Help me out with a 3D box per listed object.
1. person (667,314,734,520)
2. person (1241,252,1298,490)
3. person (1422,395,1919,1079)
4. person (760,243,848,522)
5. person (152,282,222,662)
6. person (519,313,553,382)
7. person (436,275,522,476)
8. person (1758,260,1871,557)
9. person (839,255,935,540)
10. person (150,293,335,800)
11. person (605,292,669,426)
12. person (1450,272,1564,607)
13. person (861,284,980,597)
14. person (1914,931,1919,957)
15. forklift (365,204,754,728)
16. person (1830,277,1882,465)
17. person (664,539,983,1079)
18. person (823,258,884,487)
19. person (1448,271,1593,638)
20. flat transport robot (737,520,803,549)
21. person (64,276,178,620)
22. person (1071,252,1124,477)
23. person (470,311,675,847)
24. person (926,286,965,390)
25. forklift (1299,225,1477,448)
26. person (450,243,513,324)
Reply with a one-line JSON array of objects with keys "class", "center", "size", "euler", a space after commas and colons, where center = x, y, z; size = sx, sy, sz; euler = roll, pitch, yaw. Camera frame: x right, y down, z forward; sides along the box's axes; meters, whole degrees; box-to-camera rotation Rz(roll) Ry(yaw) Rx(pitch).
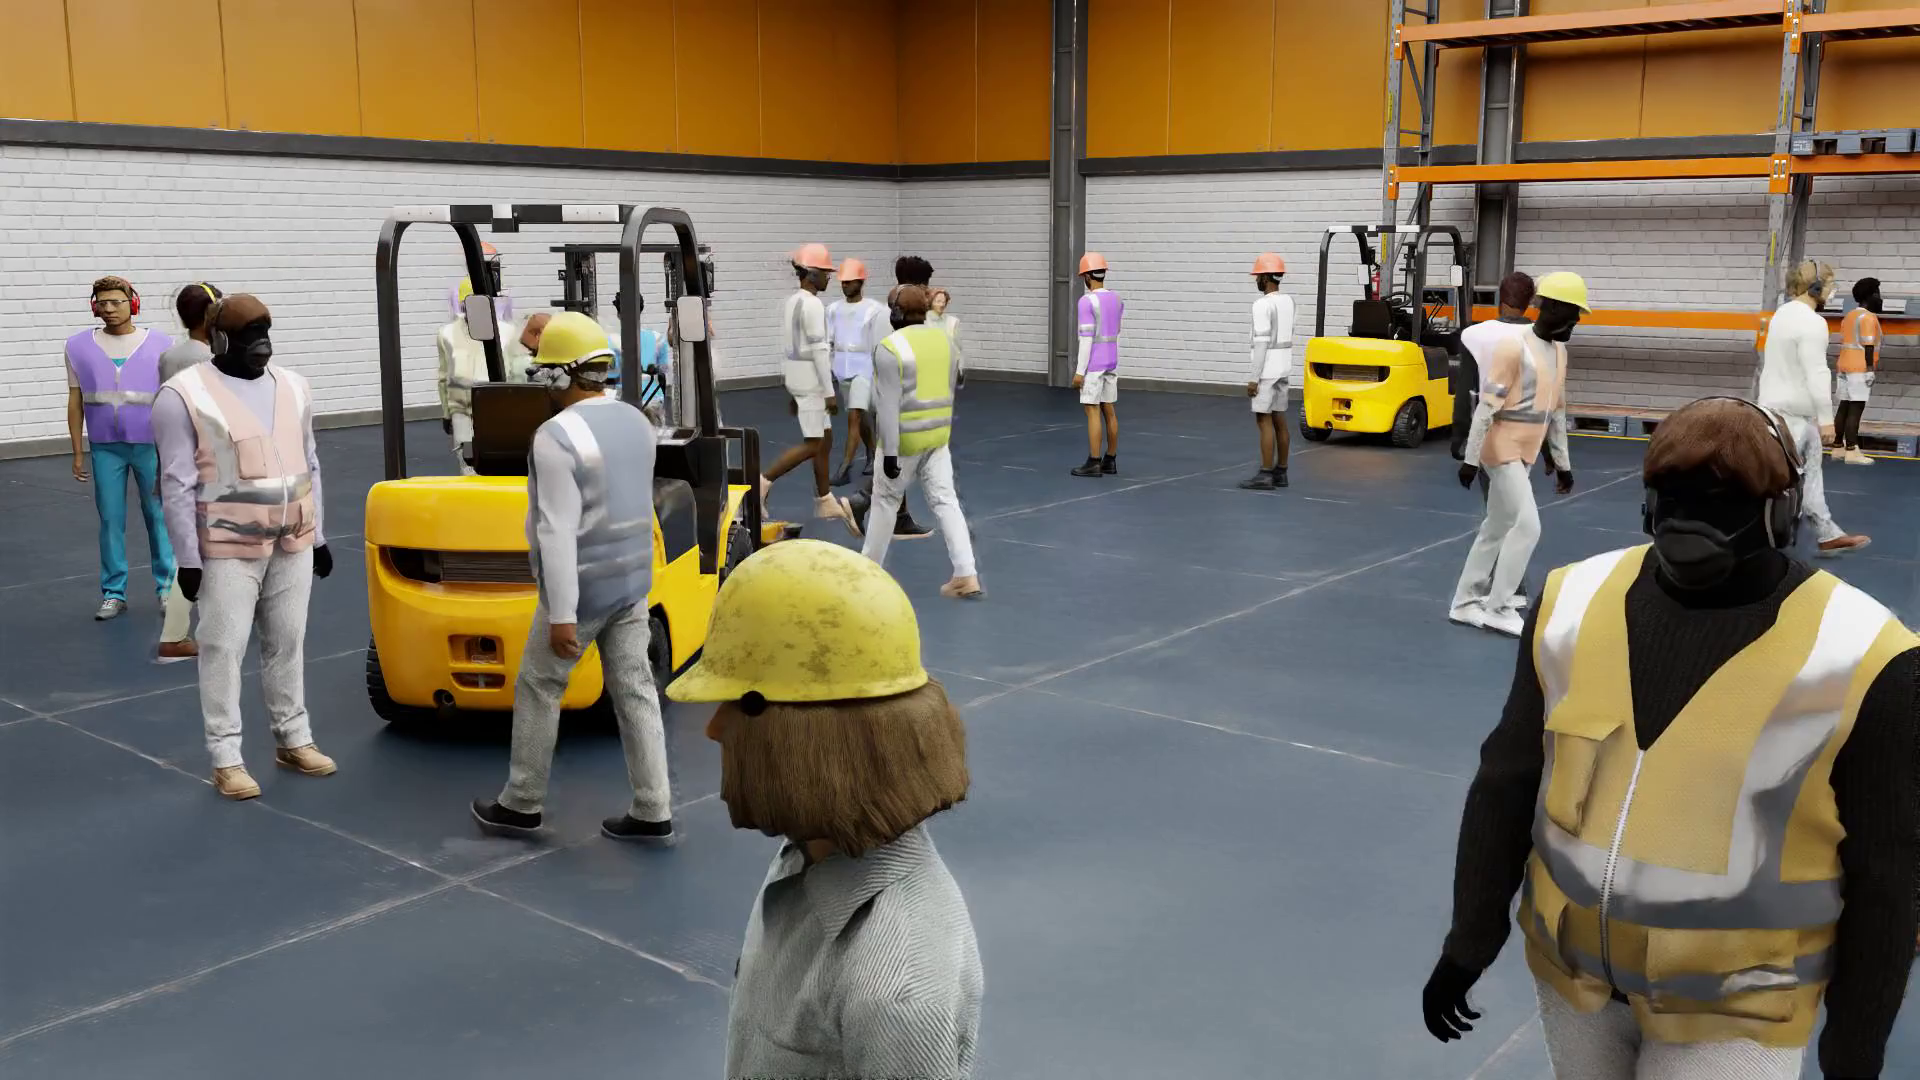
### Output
[{"class": "person", "center": [-1.782, -0.676, 10.678], "size": [0.802, 1.598, 0.508], "euler": [5, 11, 27]}, {"class": "person", "center": [2.513, -1.375, 13.609], "size": [0.376, 1.933, 0.552], "euler": [9, 13, 40]}, {"class": "person", "center": [1.045, 0.691, 2.542], "size": [0.651, 1.830, 0.635], "euler": [-8, 13, -38]}, {"class": "person", "center": [-1.160, -1.094, 11.834], "size": [0.852, 2.020, 0.606], "euler": [-3, 11, -15]}, {"class": "person", "center": [-3.657, -0.349, 8.272], "size": [0.520, 1.813, 0.976], "euler": [7, 12, 32]}, {"class": "person", "center": [-2.655, -0.630, 10.502], "size": [0.848, 1.599, 0.507], "euler": [2, 10, 9]}, {"class": "person", "center": [-3.328, -0.949, 11.625], "size": [0.599, 1.806, 0.842], "euler": [-1, 10, -7]}, {"class": "person", "center": [5.386, -0.792, 10.459], "size": [0.958, 1.898, 0.658], "euler": [2, 10, 11]}, {"class": "person", "center": [-0.481, -0.918, 11.057], "size": [0.705, 1.940, 0.631], "euler": [-5, 12, -28]}, {"class": "person", "center": [-2.616, 0.017, 6.162], "size": [0.429, 1.840, 0.635], "euler": [7, 12, 33]}, {"class": "person", "center": [-2.301, -0.924, 11.781], "size": [0.526, 1.692, 0.320], "euler": [-9, 14, -42]}, {"class": "person", "center": [3.095, -0.580, 9.446], "size": [0.586, 1.845, 0.980], "euler": [-2, 10, -8]}, {"class": "person", "center": [-0.252, -0.571, 9.570], "size": [0.648, 1.794, 0.977], "euler": [-10, 14, -44]}, {"class": "person", "center": [2.922, 0.289, 4.546], "size": [1.040, 1.885, 0.653], "euler": [5, 11, 24]}, {"class": "forklift", "center": [-1.766, -0.406, 7.525], "size": [1.214, 2.155, 2.313], "euler": [1, 10, 7]}, {"class": "person", "center": [8.200, -1.539, 15.179], "size": [0.321, 1.697, 0.529], "euler": [1, 10, 5]}, {"class": "person", "center": [-0.133, 0.859, 1.777], "size": [0.314, 1.742, 0.484], "euler": [-3, 11, -16]}, {"class": "person", "center": [-0.887, -1.432, 14.086], "size": [0.558, 1.893, 1.015], "euler": [5, 11, 25]}, {"class": "person", "center": [2.871, -0.438, 8.583], "size": [0.643, 1.868, 0.615], "euler": [9, 13, 40]}, {"class": "flat transport robot", "center": [-1.760, -0.008, 10.647], "size": [1.431, 0.197, 0.652], "euler": [4, 11, 19]}, {"class": "person", "center": [-4.495, -0.498, 8.996], "size": [0.569, 1.845, 0.384], "euler": [-3, 11, -18]}, {"class": "person", "center": [1.163, -1.504, 14.341], "size": [0.374, 1.930, 0.542], "euler": [9, 14, 41]}, {"class": "person", "center": [-1.328, 0.142, 5.588], "size": [0.841, 1.793, 0.611], "euler": [5, 11, 25]}, {"class": "person", "center": [-0.229, -1.476, 15.042], "size": [0.513, 1.623, 0.412], "euler": [-7, 12, -34]}, {"class": "forklift", "center": [4.449, -2.115, 16.993], "size": [1.214, 2.155, 2.313], "euler": [8, 13, 38]}, {"class": "person", "center": [-4.119, -1.591, 14.614], "size": [0.611, 1.995, 1.001], "euler": [-9, 13, -40]}]
